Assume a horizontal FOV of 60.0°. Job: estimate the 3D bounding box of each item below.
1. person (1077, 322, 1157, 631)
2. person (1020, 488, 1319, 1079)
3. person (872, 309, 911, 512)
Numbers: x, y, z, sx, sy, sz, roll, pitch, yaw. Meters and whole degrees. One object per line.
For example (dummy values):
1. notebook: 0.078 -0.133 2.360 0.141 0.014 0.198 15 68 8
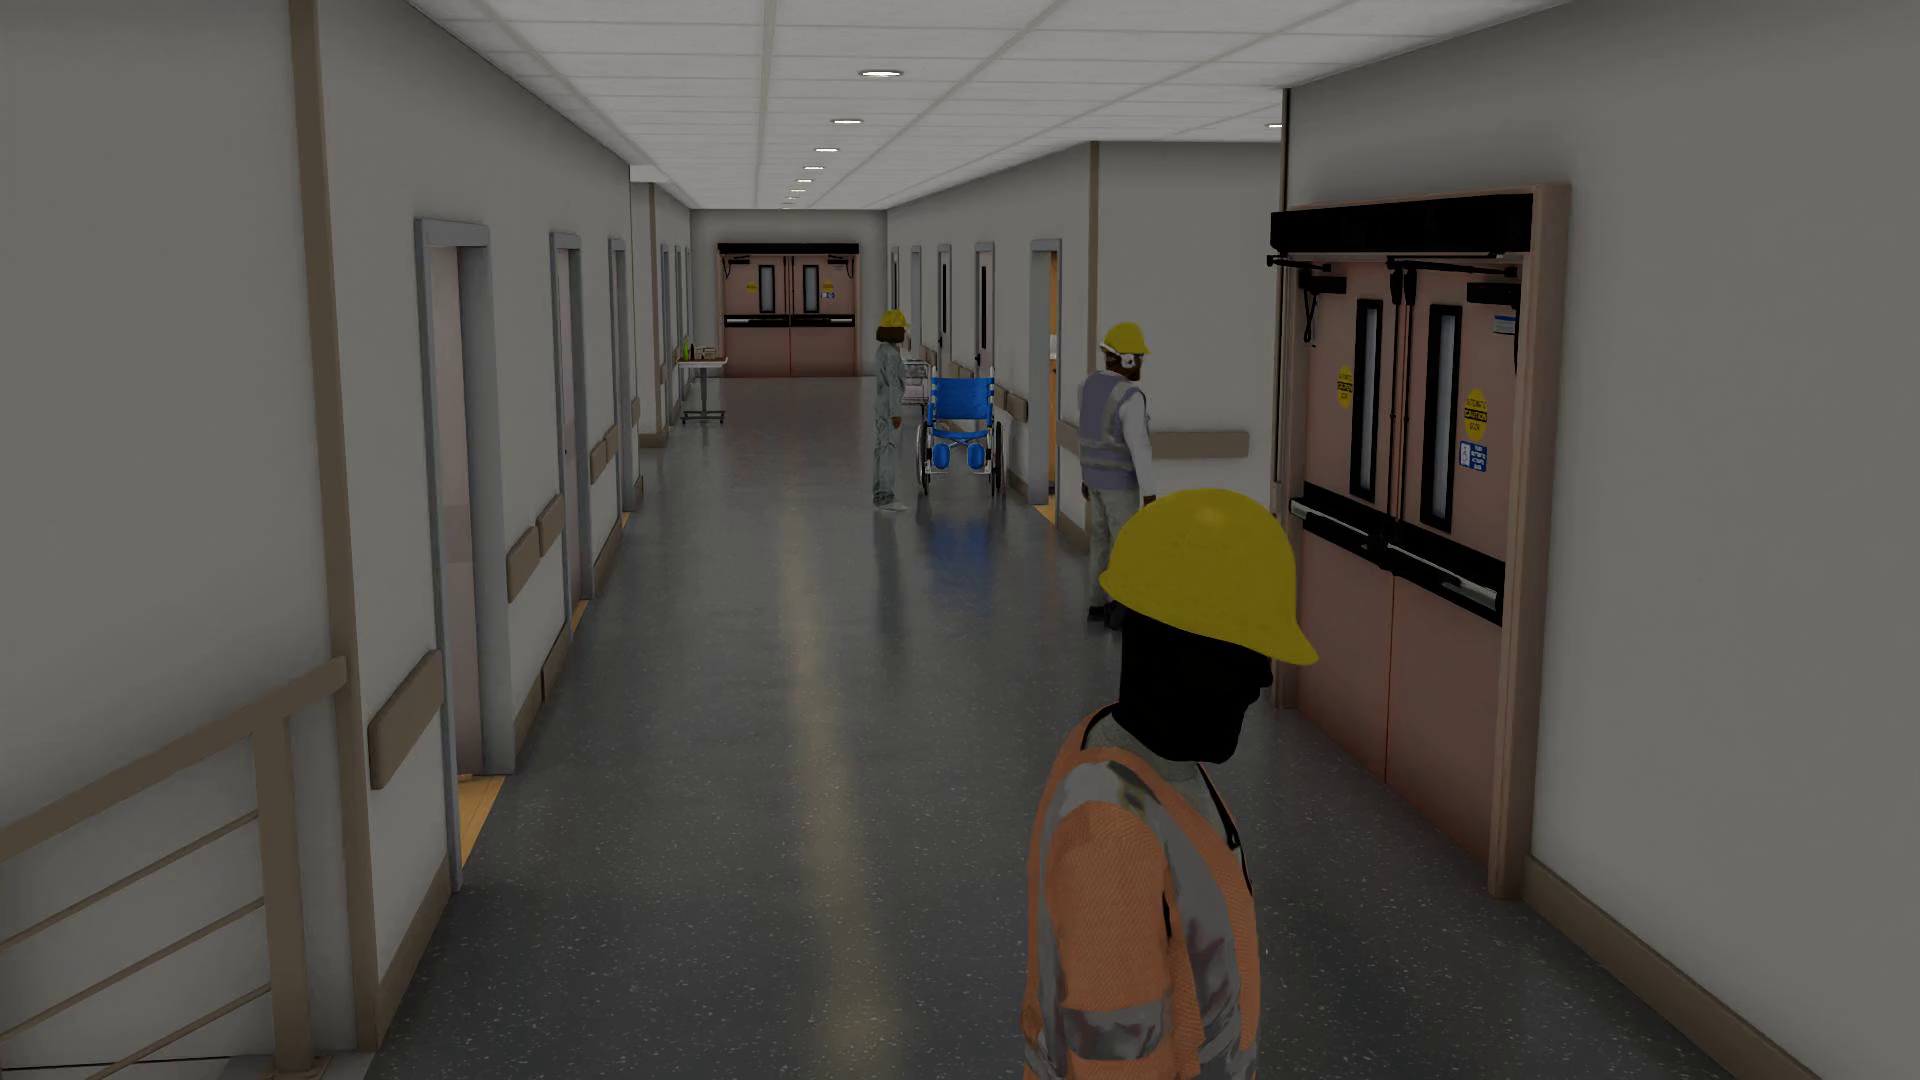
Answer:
1. person: 0.929 -0.364 9.802 0.427 1.821 0.625 -5 11 -26
2. person: 0.269 0.879 2.279 0.382 1.917 0.585 1 10 8
3. person: -0.584 -1.115 14.417 0.309 1.739 0.496 -2 10 -14
